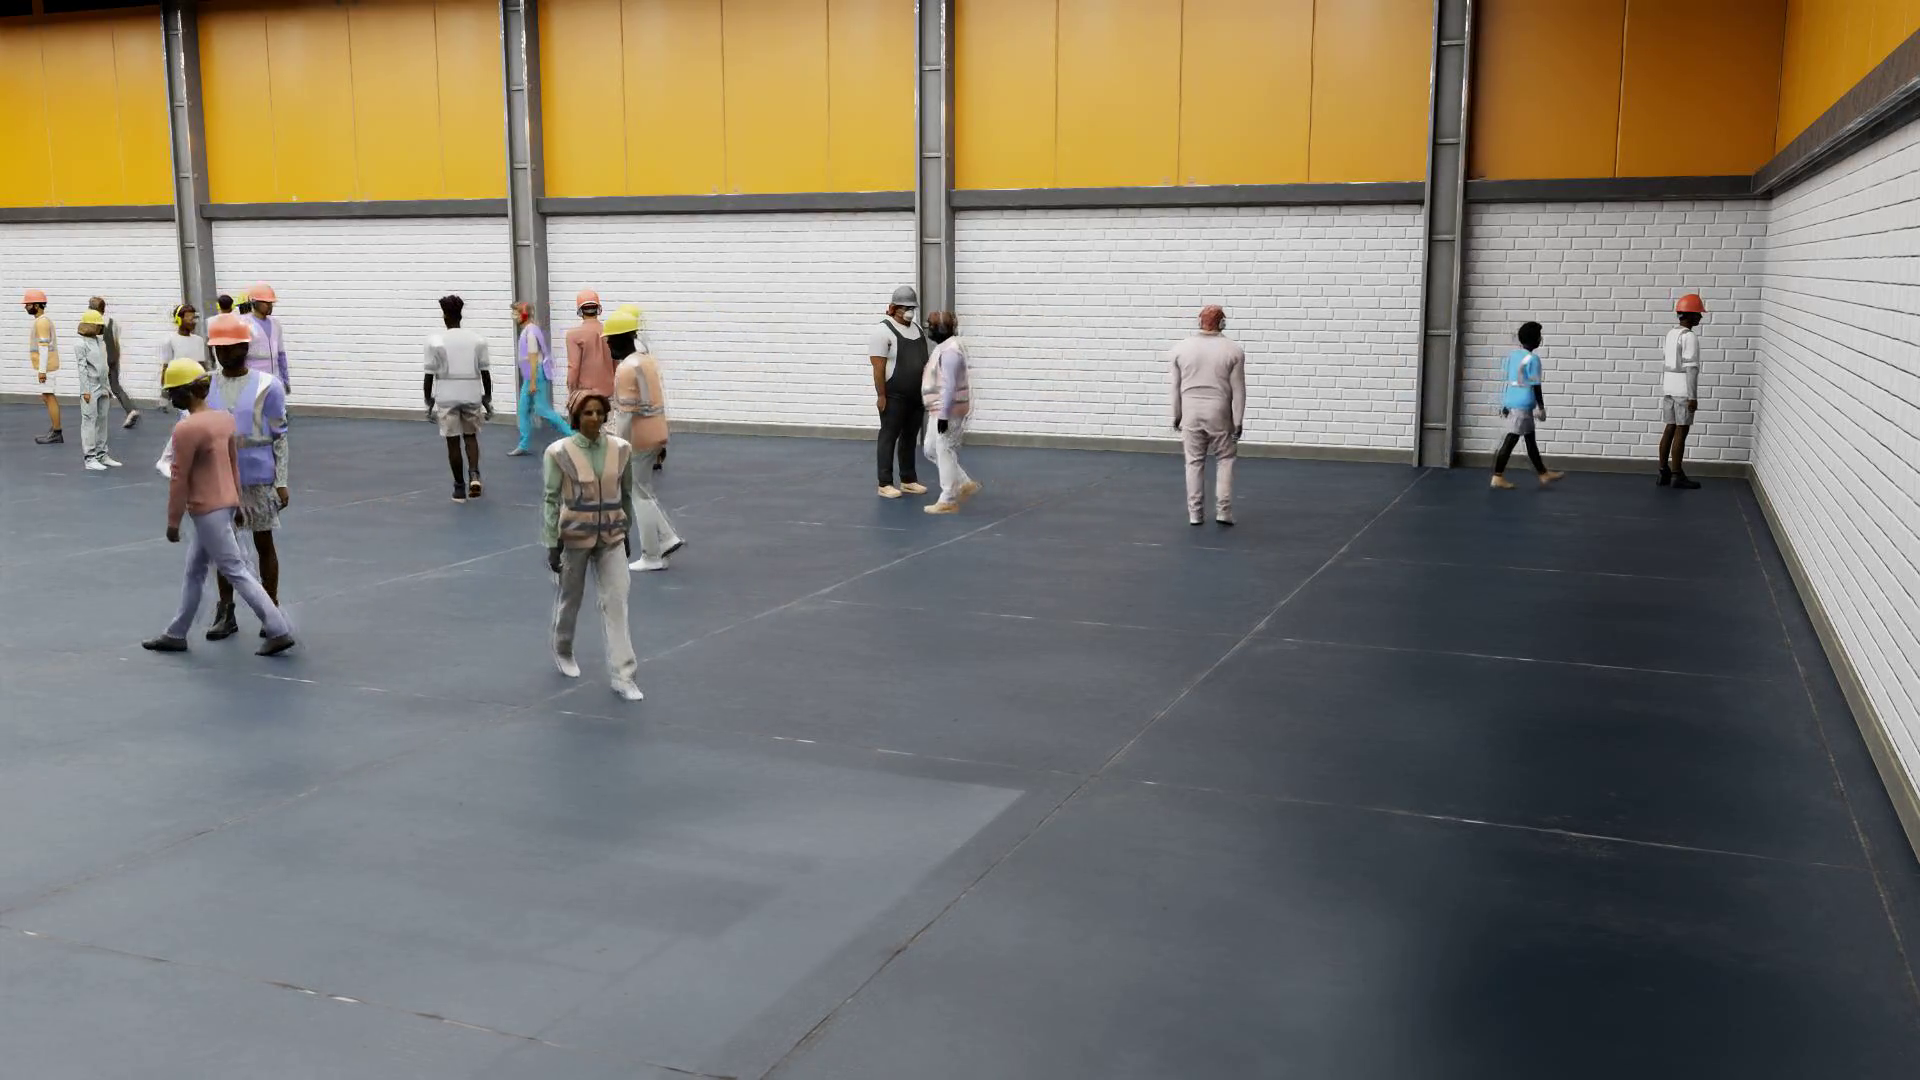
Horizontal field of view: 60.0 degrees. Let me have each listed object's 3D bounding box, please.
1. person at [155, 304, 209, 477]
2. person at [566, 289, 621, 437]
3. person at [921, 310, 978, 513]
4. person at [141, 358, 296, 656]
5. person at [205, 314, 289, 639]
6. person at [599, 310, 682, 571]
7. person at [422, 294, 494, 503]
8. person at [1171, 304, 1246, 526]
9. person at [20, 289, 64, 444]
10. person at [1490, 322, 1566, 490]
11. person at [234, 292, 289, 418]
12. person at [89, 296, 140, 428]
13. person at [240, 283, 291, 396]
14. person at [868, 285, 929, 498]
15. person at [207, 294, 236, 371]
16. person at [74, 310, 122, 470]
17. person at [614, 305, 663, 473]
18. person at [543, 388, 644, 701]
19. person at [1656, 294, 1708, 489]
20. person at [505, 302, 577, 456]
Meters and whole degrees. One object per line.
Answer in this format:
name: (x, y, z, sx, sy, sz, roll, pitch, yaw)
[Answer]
person: (-8.077, -1.532, 17.292, 0.931, 1.828, 0.534, 3, 10, 19)
person: (-3.591, -1.451, 16.281, 0.392, 1.989, 0.617, 9, 13, 44)
person: (-0.129, -1.141, 14.905, 0.441, 1.827, 0.639, -1, 9, -7)
person: (-4.229, -0.173, 9.405, 0.943, 1.710, 0.529, 0, 9, 1)
person: (-4.283, -0.371, 9.902, 0.546, 1.939, 0.375, -1, 9, -8)
person: (-2.359, -0.716, 12.109, 0.479, 1.898, 0.655, 2, 10, 10)
person: (-4.710, -1.319, 15.587, 0.639, 1.951, 0.421, -6, 11, -32)
person: (2.100, -1.055, 14.159, 0.687, 1.903, 0.427, 4, 10, 22)
person: (-11.479, -2.164, 20.816, 0.378, 1.933, 0.544, -5, 11, -27)
person: (5.667, -1.318, 16.445, 0.849, 1.655, 0.551, 0, 9, -2)
person: (-9.719, -2.503, 23.054, 0.969, 1.874, 0.574, 3, 10, 20)
person: (-11.640, -2.416, 22.702, 0.887, 1.817, 0.514, 4, 10, 25)
person: (-7.516, -1.755, 18.008, 0.419, 2.027, 0.621, 4, 10, 22)
person: (-0.525, -1.433, 16.027, 0.536, 2.000, 0.688, 8, 12, 39)
person: (-10.310, -2.534, 23.348, 0.525, 1.838, 0.910, -2, 10, -13)
person: (-9.457, -1.646, 18.218, 0.299, 1.743, 0.486, 1, 9, 3)
person: (-3.586, -1.585, 17.676, 0.873, 1.792, 0.625, -4, 10, -22)
person: (-1.953, -0.001, 8.730, 0.523, 1.602, 0.878, -6, 11, -32)
person: (7.235, -1.482, 16.634, 0.356, 1.937, 0.552, -1, 9, -3)
person: (-4.872, -1.873, 19.393, 0.813, 1.812, 0.576, -4, 10, -23)
